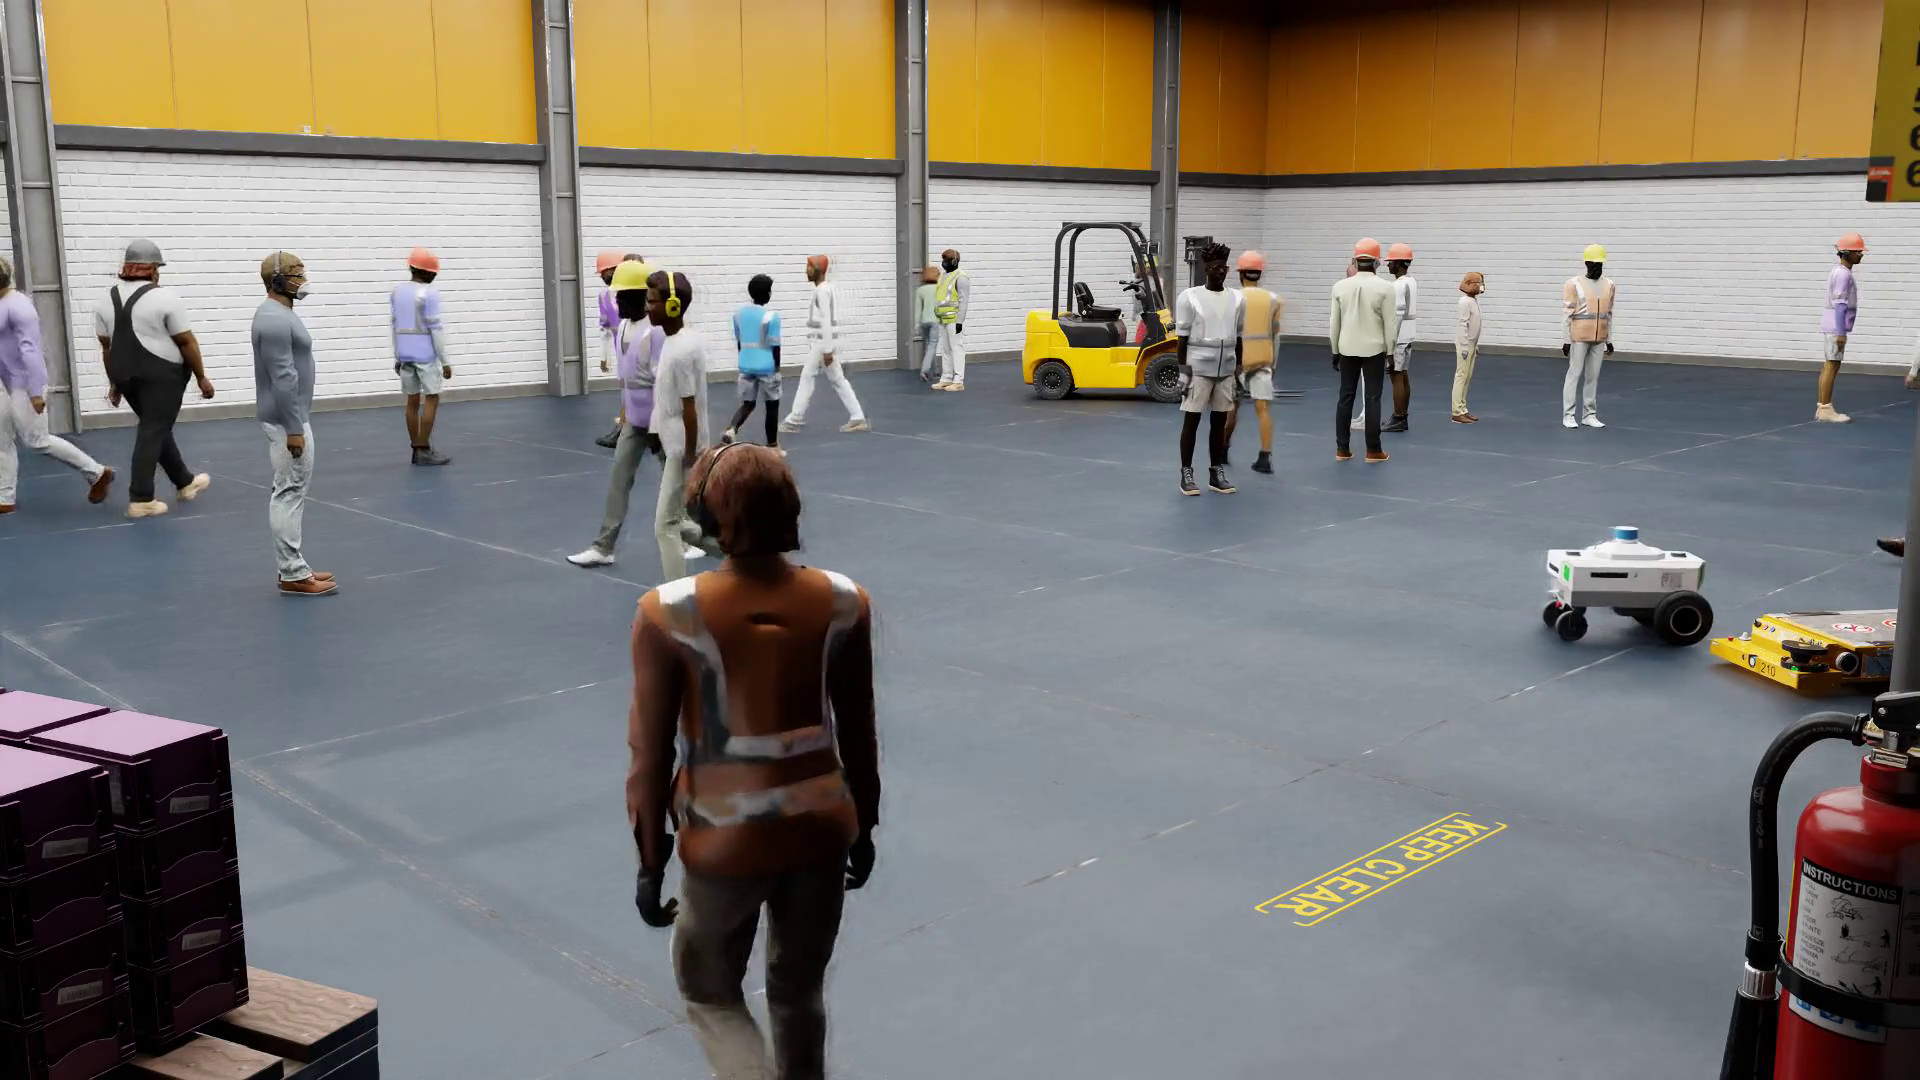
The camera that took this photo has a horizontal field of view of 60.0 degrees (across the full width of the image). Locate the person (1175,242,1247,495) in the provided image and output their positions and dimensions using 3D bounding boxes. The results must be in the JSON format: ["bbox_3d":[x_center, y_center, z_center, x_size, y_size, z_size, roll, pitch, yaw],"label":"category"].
[{"bbox_3d":[1.964,-1.334,13.018,0.602,1.967,0.370,-4,11,-19],"label":"person"}]

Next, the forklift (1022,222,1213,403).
[{"bbox_3d":[1.935,-2.847,20.651,2.313,2.155,1.214,2,11,13],"label":"forklift"}]

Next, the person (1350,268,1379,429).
[{"bbox_3d":[4.272,-2.097,17.407,0.337,1.882,0.584,2,11,9],"label":"person"}]

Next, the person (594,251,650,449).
[{"bbox_3d":[-3.189,-1.787,15.745,0.550,1.870,0.988,7,12,33],"label":"person"}]

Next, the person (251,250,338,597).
[{"bbox_3d":[-3.767,-0.647,9.377,0.380,1.944,0.636,-4,11,-22],"label":"person"}]

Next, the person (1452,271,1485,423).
[{"bbox_3d":[5.521,-2.088,18.036,0.279,1.634,0.499,6,12,29],"label":"person"}]

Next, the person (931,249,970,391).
[{"bbox_3d":[-0.131,-2.870,21.733,0.429,1.847,0.627,-6,12,-31],"label":"person"}]

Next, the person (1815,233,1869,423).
[{"bbox_3d":[9.552,-2.291,18.028,0.391,2.045,0.608,5,11,25],"label":"person"}]

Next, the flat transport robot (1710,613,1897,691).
[{"bbox_3d":[4.323,0.491,7.694,1.431,0.197,0.652,-2,10,-9],"label":"flat transport robot"}]

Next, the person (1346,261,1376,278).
[{"bbox_3d":[6.465,-3.802,26.645,0.409,1.907,0.651,-4,11,-22],"label":"person"}]

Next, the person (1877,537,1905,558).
[{"bbox_3d":[6.210,-0.741,10.077,0.987,1.853,0.660,-1,10,-6],"label":"person"}]

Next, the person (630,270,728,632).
[{"bbox_3d":[-1.355,-0.439,8.452,0.629,1.855,0.528,-1,10,-7],"label":"person"}]

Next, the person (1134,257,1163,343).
[{"bbox_3d":[2.585,-3.053,23.037,0.809,1.733,0.544,-7,12,-33],"label":"person"}]

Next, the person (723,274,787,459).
[{"bbox_3d":[-1.820,-1.528,14.840,0.538,1.680,0.641,6,12,30],"label":"person"}]

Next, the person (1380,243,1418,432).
[{"bbox_3d":[4.503,-2.076,17.148,0.354,1.938,0.544,6,12,29],"label":"person"}]

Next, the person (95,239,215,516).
[{"bbox_3d":[-5.880,-1.230,12.253,0.698,2.000,1.001,4,11,19],"label":"person"}]

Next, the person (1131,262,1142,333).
[{"bbox_3d":[2.880,-3.610,26.406,0.361,1.611,0.539,3,11,15],"label":"person"}]

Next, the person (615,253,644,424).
[{"bbox_3d":[-3.510,-2.173,17.964,0.526,1.829,0.666,-5,11,-25],"label":"person"}]

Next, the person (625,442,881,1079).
[{"bbox_3d":[-0.373,0.622,3.286,0.549,1.618,0.488,-6,12,-29],"label":"person"}]

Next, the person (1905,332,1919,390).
[{"bbox_3d":[7.858,-1.316,13.119,0.653,1.883,1.014,1,10,4],"label":"person"}]

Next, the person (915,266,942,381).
[{"bbox_3d":[-0.412,-3.025,23.254,0.487,1.593,0.845,5,12,26],"label":"person"}]

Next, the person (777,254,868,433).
[{"bbox_3d":[-1.417,-1.999,17.033,1.007,1.833,0.593,0,10,1],"label":"person"}]

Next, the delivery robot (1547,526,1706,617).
[{"bbox_3d":[3.348,0.175,8.389,0.707,0.478,0.477,1,10,4],"label":"delivery robot"}]

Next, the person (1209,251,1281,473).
[{"bbox_3d":[2.493,-1.554,14.445,0.561,1.880,0.961,-2,11,-9],"label":"person"}]

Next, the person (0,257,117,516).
[{"bbox_3d":[-6.712,-1.115,12.036,0.660,1.903,0.858,9,14,40],"label":"person"}]

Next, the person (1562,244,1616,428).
[{"bbox_3d":[6.617,-2.134,17.491,0.595,1.925,0.371,-3,11,-14],"label":"person"}]

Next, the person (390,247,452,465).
[{"bbox_3d":[-4.755,-1.604,14.652,0.598,1.911,0.475,6,12,28],"label":"person"}]

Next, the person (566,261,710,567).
[{"bbox_3d":[-1.914,-0.772,10.237,1.010,1.875,0.609,-9,14,-40],"label":"person"}]

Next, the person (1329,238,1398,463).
[{"bbox_3d":[3.607,-1.688,14.864,0.621,1.997,0.372,7,13,34],"label":"person"}]
